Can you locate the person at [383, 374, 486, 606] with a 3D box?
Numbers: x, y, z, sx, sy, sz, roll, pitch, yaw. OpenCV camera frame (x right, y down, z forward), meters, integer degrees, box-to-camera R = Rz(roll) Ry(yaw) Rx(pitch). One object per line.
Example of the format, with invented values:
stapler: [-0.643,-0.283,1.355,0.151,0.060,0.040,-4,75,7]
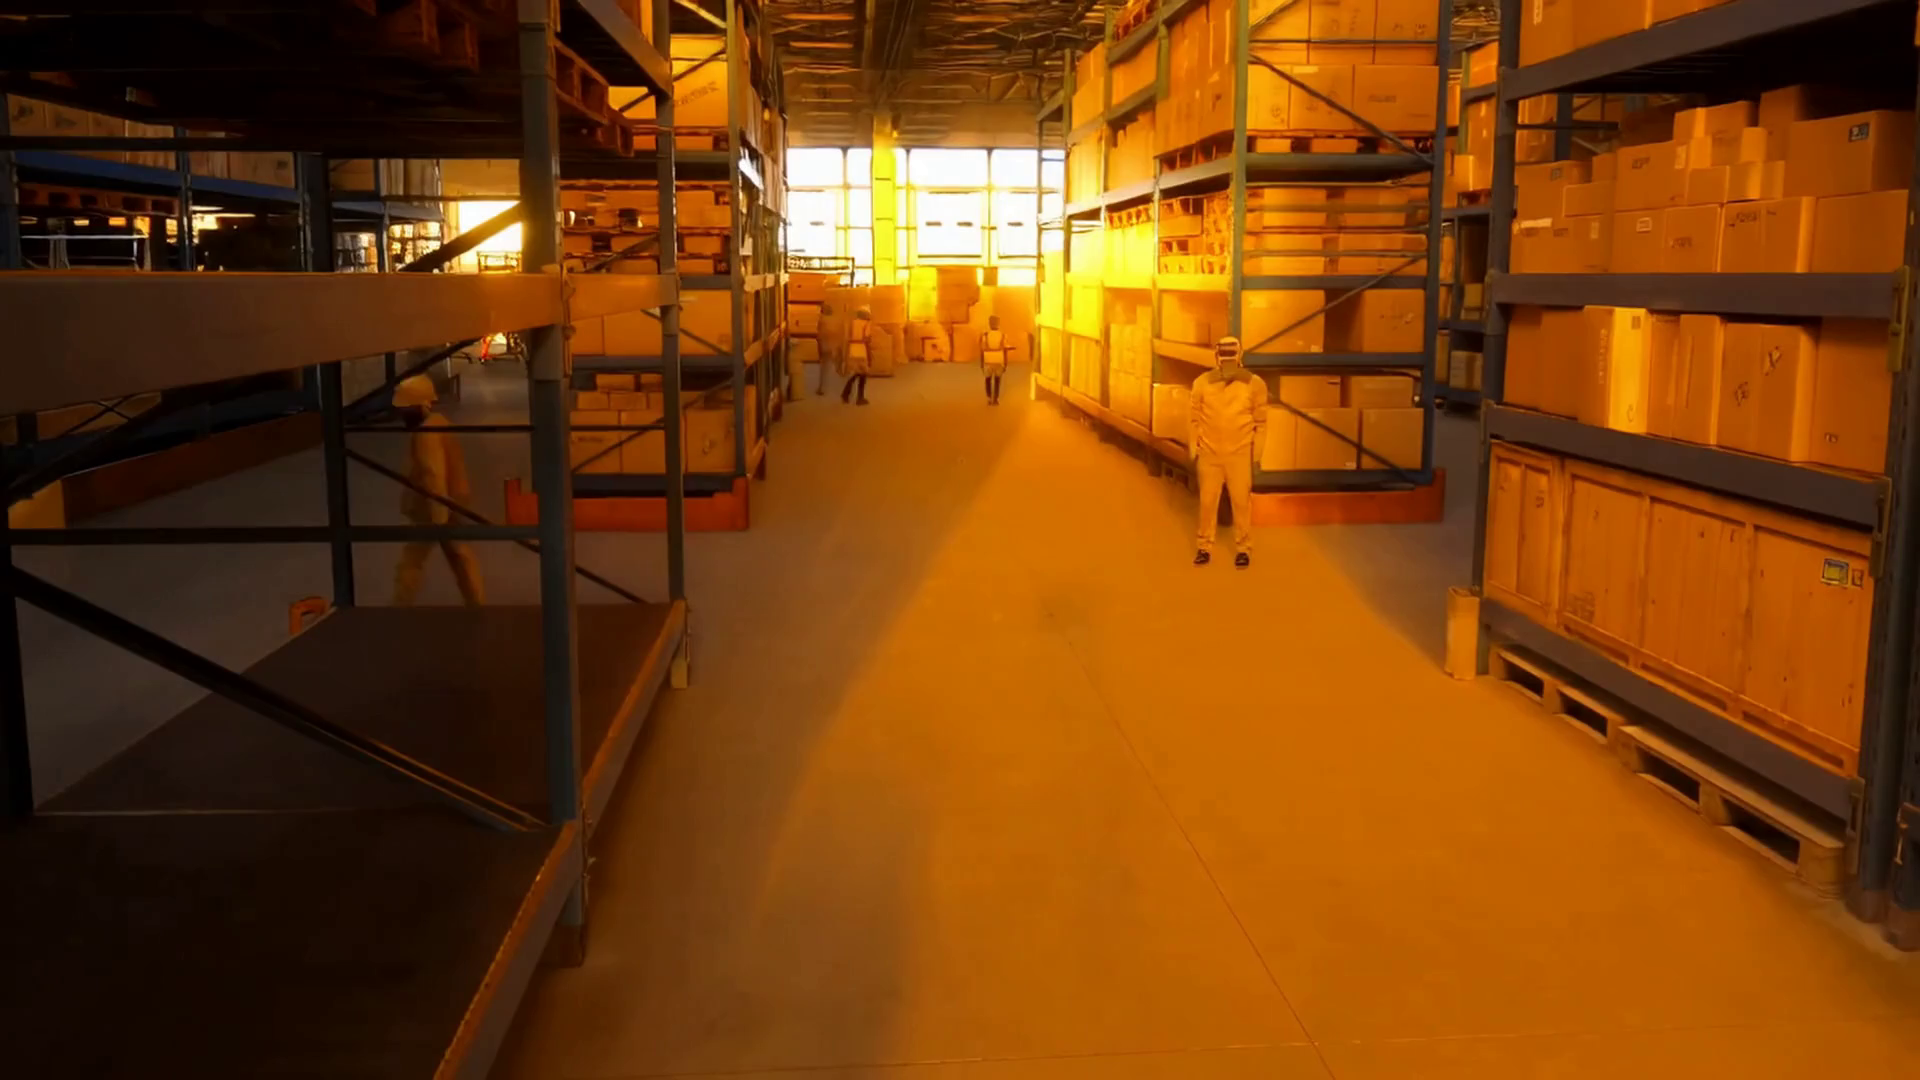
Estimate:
person: [-3.549,-0.206,10.893,0.935,1.758,0.621,-1,9,-8]

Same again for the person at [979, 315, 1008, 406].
person: [0.624,-3.278,30.480,0.540,1.679,0.625,0,9,-1]

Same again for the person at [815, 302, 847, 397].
person: [-2.533,-3.751,32.868,0.630,1.894,1.046,-6,11,-33]

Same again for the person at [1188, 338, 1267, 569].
person: [2.177,-0.709,13.679,0.640,1.899,0.396,4,10,21]

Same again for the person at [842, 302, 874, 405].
person: [-1.844,-3.431,30.724,0.576,1.907,0.596,8,12,41]
